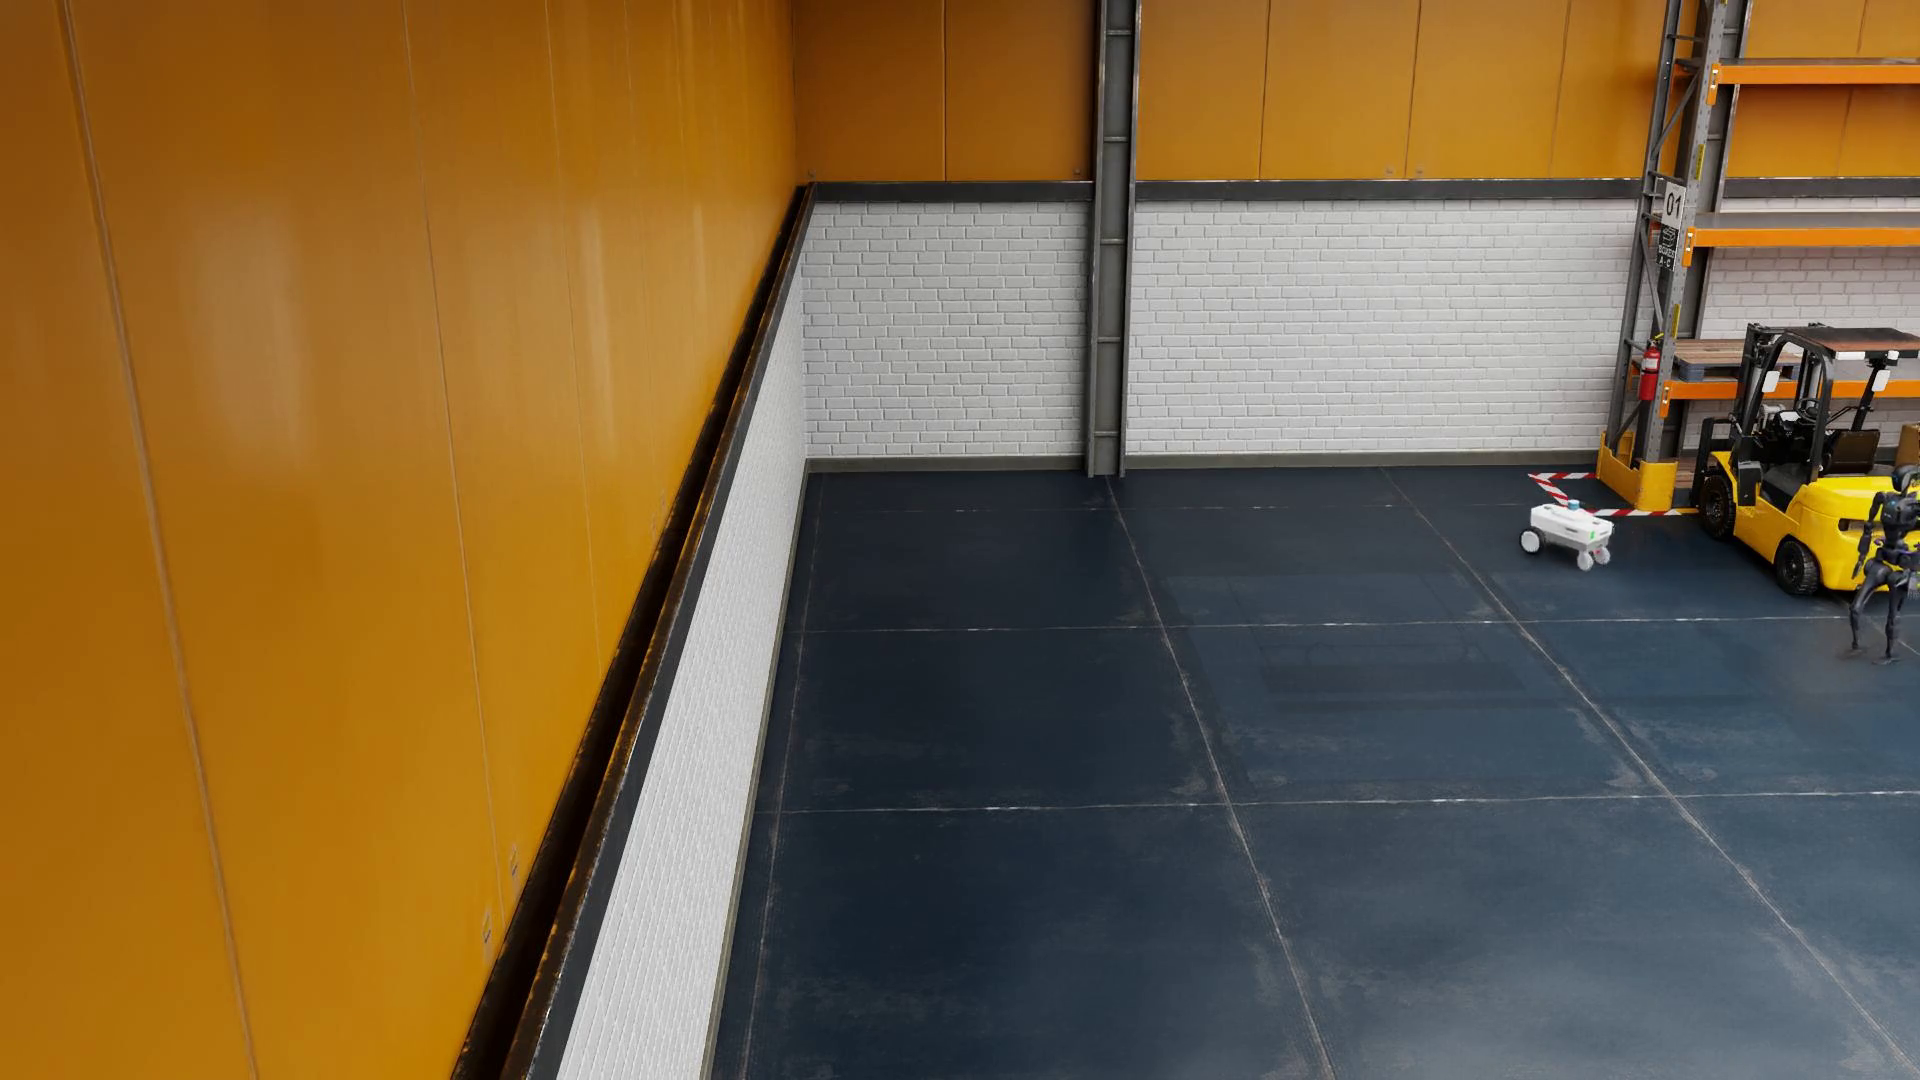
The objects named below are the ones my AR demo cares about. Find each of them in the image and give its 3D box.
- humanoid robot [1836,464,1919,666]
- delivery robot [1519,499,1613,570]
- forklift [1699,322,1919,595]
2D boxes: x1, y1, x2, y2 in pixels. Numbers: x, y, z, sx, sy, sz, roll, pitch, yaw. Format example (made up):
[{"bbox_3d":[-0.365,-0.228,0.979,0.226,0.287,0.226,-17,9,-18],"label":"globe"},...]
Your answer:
[{"bbox_3d":[7.247,0.205,12.975,0.536,1.644,0.588,-8,22,-22],"label":"humanoid robot"},{"bbox_3d":[5.621,-0.086,15.350,0.499,0.580,0.776,-14,24,-33],"label":"delivery robot"},{"bbox_3d":[7.809,-0.792,14.926,1.214,2.155,2.313,-1,20,-2],"label":"forklift"}]
